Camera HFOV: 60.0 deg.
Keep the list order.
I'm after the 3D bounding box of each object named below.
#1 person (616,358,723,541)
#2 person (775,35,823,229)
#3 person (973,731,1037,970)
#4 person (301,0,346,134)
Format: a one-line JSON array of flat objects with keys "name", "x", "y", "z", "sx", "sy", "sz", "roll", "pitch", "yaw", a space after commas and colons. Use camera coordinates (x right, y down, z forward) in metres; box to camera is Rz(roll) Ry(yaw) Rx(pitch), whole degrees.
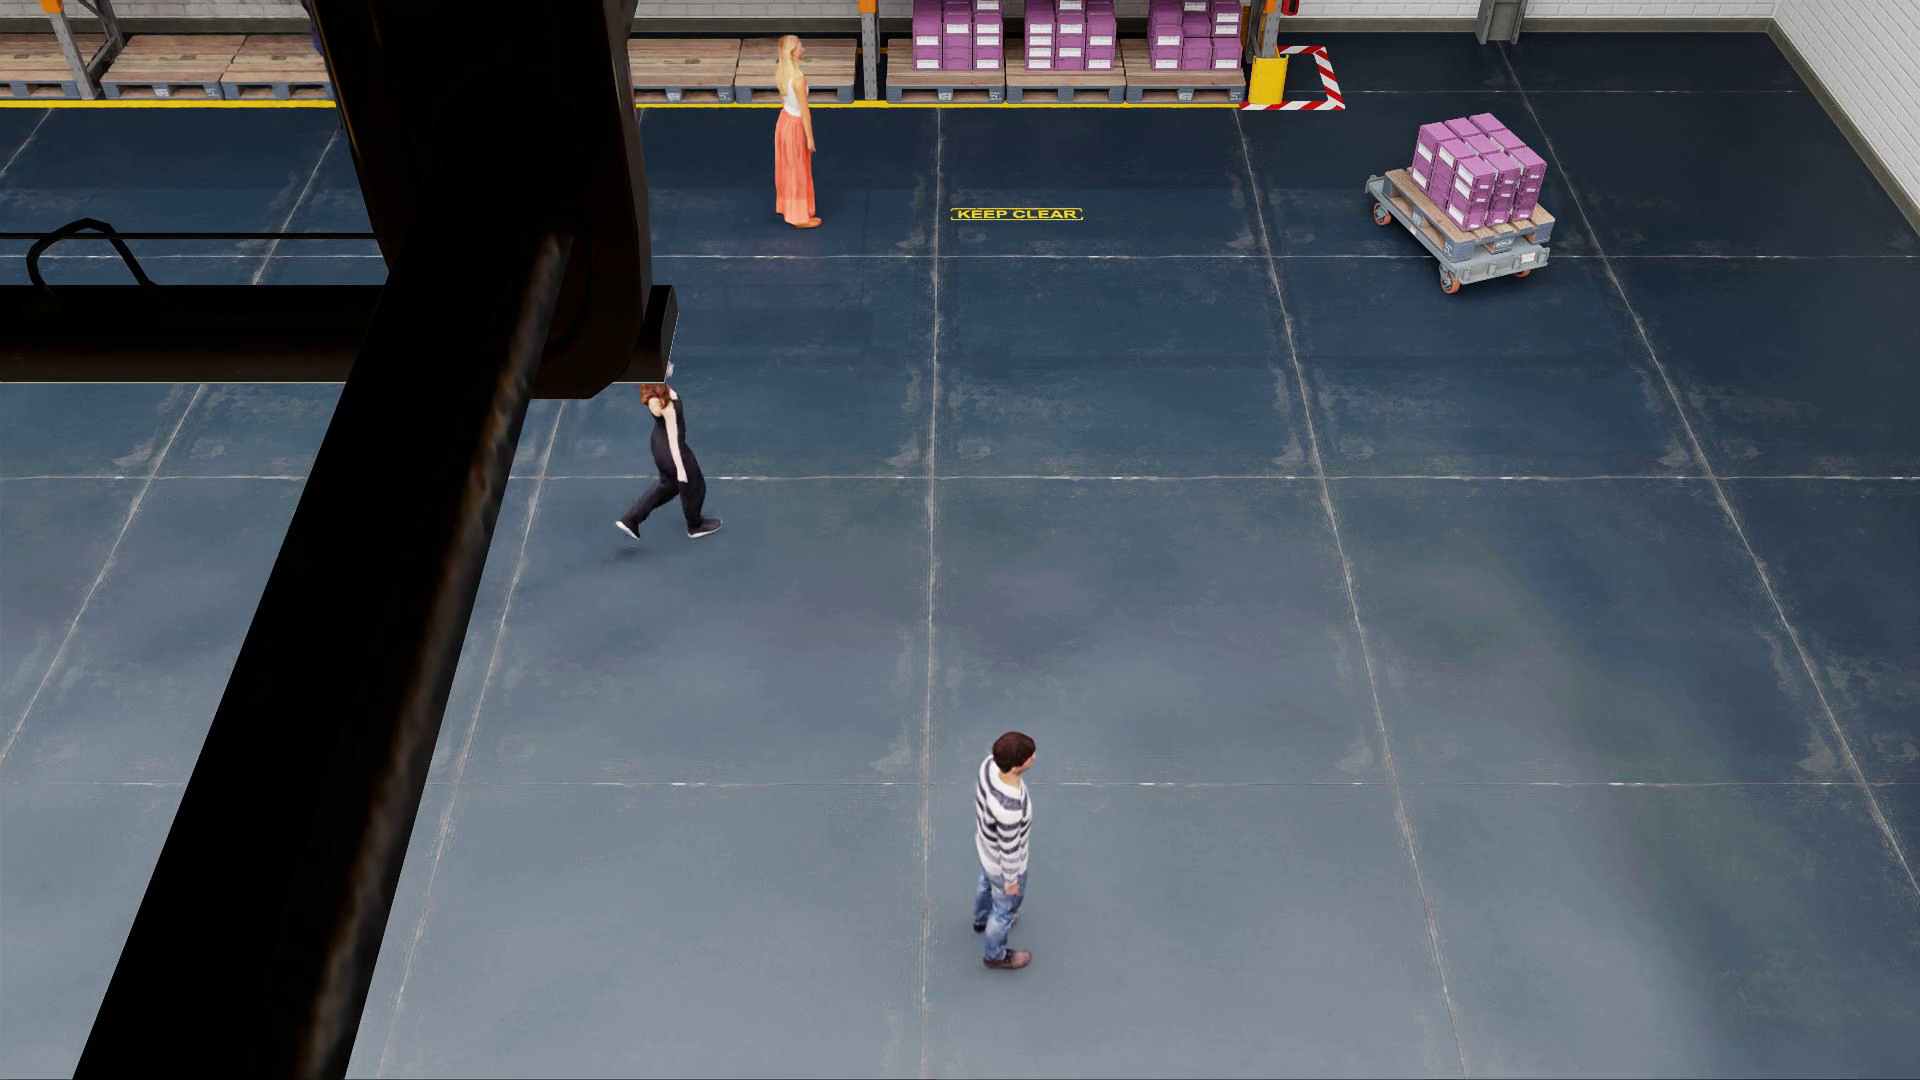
[{"name": "person", "x": -2.117, "y": -0.617, "z": 11.661, "sx": 1.078, "sy": 1.727, "sz": 0.868, "roll": -18, "pitch": 46, "yaw": -18}, {"name": "person", "x": -1.473, "y": -3.627, "z": 14.768, "sx": 0.728, "sy": 1.800, "sz": 0.723, "roll": -19, "pitch": 47, "yaw": -19}, {"name": "person", "x": 0.218, "y": 1.697, "z": 9.147, "sx": 0.585, "sy": 1.845, "sz": 0.673, "roll": -7, "pitch": 44, "yaw": -7}, {"name": "person", "x": -6.126, "y": -4.791, "z": 16.032, "sx": 0.642, "sy": 1.742, "sz": 0.694, "roll": -9, "pitch": 44, "yaw": -9}]
